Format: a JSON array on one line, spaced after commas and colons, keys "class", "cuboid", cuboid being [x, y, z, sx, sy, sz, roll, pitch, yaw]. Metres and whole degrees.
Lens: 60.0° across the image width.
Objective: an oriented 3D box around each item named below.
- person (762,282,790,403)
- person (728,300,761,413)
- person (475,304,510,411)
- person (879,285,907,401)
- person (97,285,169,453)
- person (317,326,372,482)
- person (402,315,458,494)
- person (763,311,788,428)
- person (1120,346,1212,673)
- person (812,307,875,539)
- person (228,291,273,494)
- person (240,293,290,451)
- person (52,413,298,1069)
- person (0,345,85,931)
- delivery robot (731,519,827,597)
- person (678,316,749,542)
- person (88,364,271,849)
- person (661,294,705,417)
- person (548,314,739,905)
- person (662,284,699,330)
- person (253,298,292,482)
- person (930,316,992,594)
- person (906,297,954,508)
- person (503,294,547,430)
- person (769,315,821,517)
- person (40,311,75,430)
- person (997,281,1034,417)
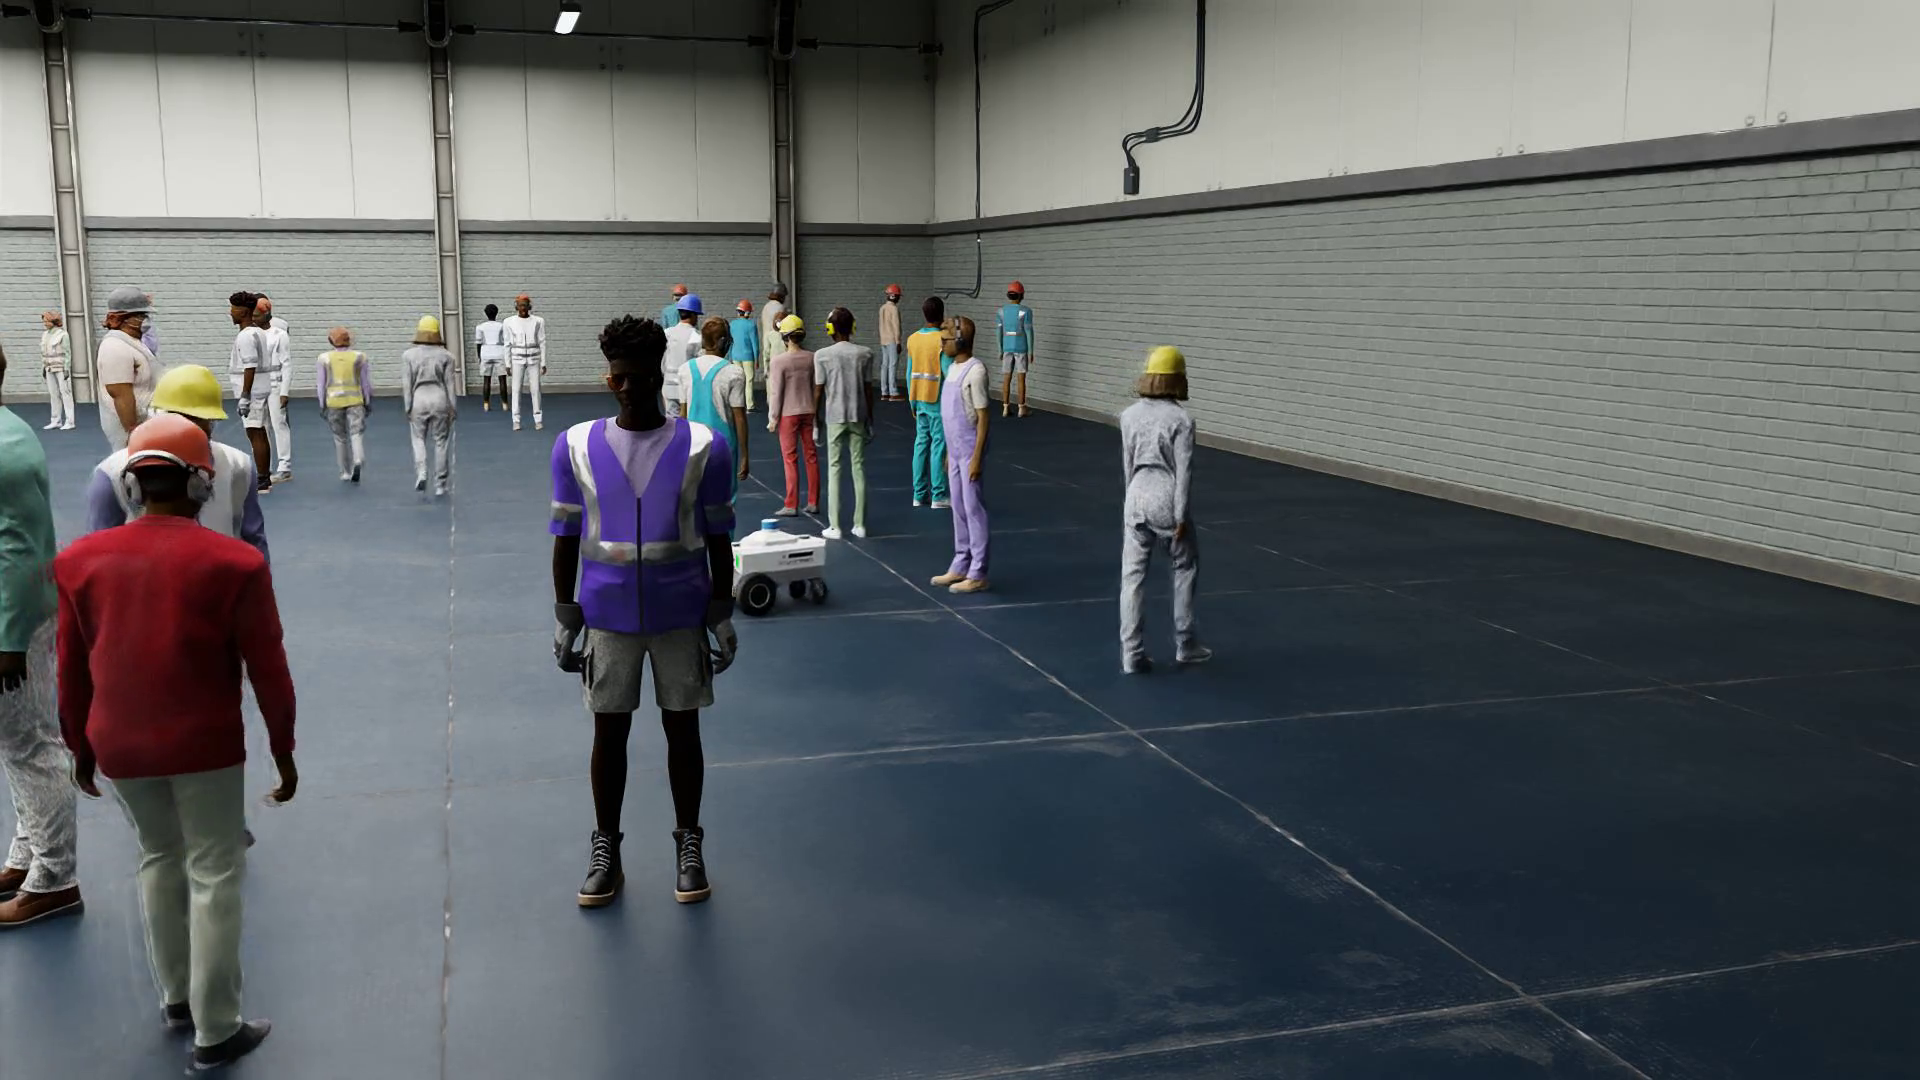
[{"class": "person", "cuboid": [-3.008, -3.295, 27.830, 0.536, 2.000, 0.687, -5, 10, -30]}, {"class": "person", "cuboid": [-3.349, -2.850, 25.899, 0.570, 1.749, 0.342, 5, 10, 28]}, {"class": "person", "cuboid": [-7.368, -2.875, 26.272, 0.536, 1.694, 0.320, -1, 9, -6]}, {"class": "person", "cuboid": [-1.163, -3.380, 28.548, 0.391, 1.986, 0.608, -5, 10, -29]}, {"class": "person", "cuboid": [-5.820, -0.792, 11.860, 0.537, 2.000, 0.682, -3, 10, -21]}, {"class": "person", "cuboid": [-6.270, -1.374, 16.967, 0.524, 1.617, 0.652, -3, 10, -21]}, {"class": "person", "cuboid": [-5.111, -1.299, 16.082, 0.495, 1.731, 0.344, -2, 9, -14]}, {"class": "person", "cuboid": [-2.491, -2.370, 23.217, 0.500, 1.633, 0.286, 0, 9, -1]}, {"class": "person", "cuboid": [1.097, -0.168, 8.888, 0.494, 1.716, 0.721, 7, 11, 37]}, {"class": "person", "cuboid": [-0.937, -0.930, 13.340, 0.519, 1.859, 0.360, -3, 9, -17]}, {"class": "person", "cuboid": [-6.889, -1.427, 16.149, 0.367, 1.966, 0.607, -2, 9, -13]}, {"class": "person", "cuboid": [-8.373, -2.018, 20.086, 0.393, 1.915, 0.589, 9, 12, 43]}, {"class": "person", "cuboid": [-2.082, 0.518, 4.518, 0.605, 1.730, 0.598, 0, 9, 0]}, {"class": "person", "cuboid": [-3.087, 0.277, 5.363, 0.352, 1.937, 0.635, -6, 11, -35]}, {"class": "delivery robot", "cuboid": [-1.198, 0.113, 10.513, 0.707, 0.478, 0.477, -7, 11, -37]}, {"class": "person", "cuboid": [-1.649, -0.584, 11.208, 0.516, 1.835, 0.357, 3, 9, 20]}, {"class": "person", "cuboid": [-2.884, 0.242, 6.127, 0.950, 1.779, 0.632, 8, 12, 41]}, {"class": "person", "cuboid": [-2.670, -1.431, 16.287, 0.620, 1.935, 0.427, 4, 10, 26]}, {"class": "person", "cuboid": [-1.045, 0.239, 5.518, 0.613, 1.963, 0.362, -1, 9, -6]}, {"class": "person", "cuboid": [-4.634, -3.246, 27.669, 0.623, 1.989, 0.401, 1, 9, 6]}, {"class": "person", "cuboid": [-7.109, -1.531, 17.063, 0.573, 1.887, 0.355, 4, 10, 24]}, {"class": "person", "cuboid": [0.029, -0.562, 11.033, 0.348, 1.840, 0.506, -4, 10, -22]}, {"class": "person", "cuboid": [-0.249, -1.246, 15.139, 0.379, 1.919, 0.597, -8, 12, -41]}, {"class": "person", "cuboid": [-6.005, -2.454, 23.008, 0.571, 1.876, 0.346, -3, 9, -18]}, {"class": "person", "cuboid": [-1.447, -1.082, 14.582, 0.523, 1.769, 0.321, -8, 12, -40]}, {"class": "person", "cuboid": [-12.489, -2.339, 23.004, 0.514, 1.640, 0.310, 4, 10, 24]}, {"class": "person", "cuboid": [0.849, -2.879, 25.156, 0.607, 2.048, 0.370, 5, 10, 29]}]
